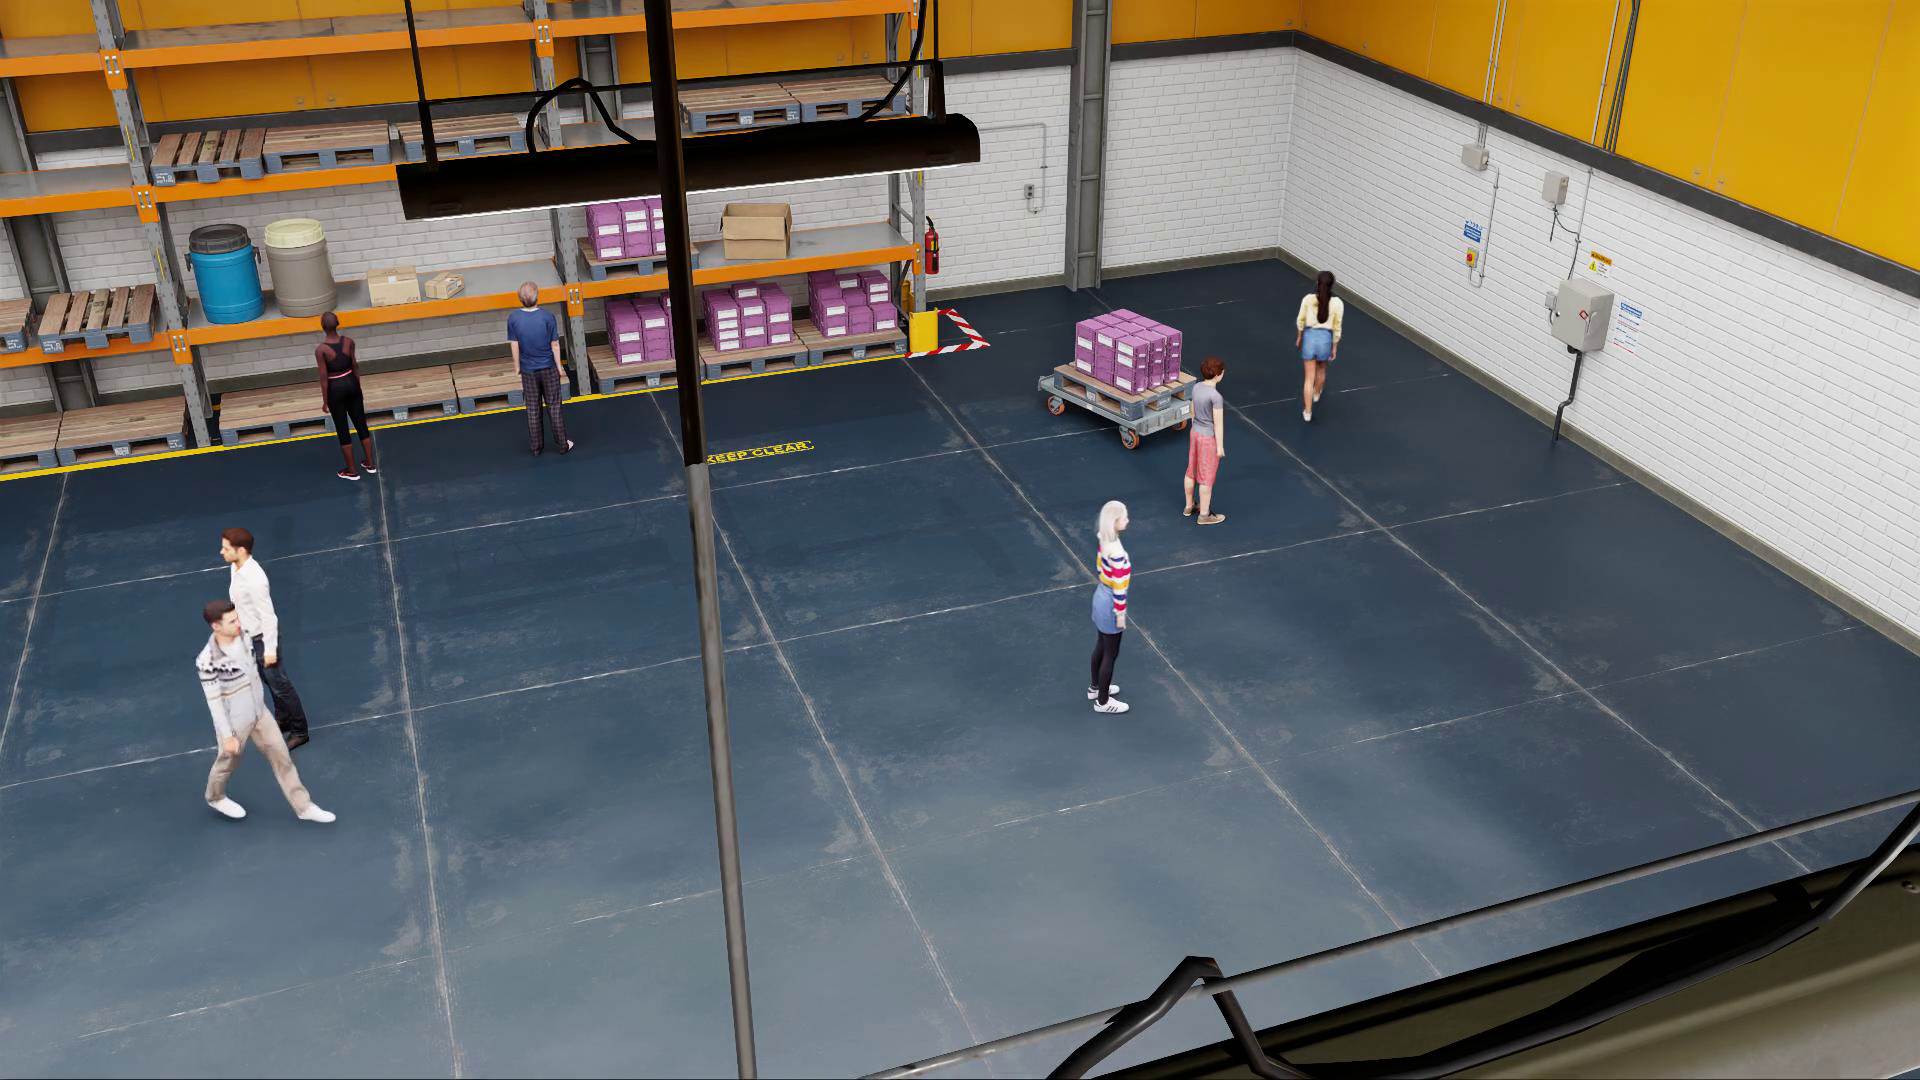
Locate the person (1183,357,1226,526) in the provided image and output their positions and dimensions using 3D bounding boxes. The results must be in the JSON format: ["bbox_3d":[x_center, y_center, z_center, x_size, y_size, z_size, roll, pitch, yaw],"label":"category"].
[{"bbox_3d":[2.322,-0.953,15.781,0.577,1.651,0.612,-16,32,-26],"label":"person"}]

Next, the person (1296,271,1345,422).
[{"bbox_3d":[3.823,-2.052,17.861,1.142,1.588,1.084,7,29,12],"label":"person"}]

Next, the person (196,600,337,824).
[{"bbox_3d":[-5.097,1.224,11.619,1.314,1.814,1.175,8,30,15],"label":"person"}]

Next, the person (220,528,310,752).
[{"bbox_3d":[-5.227,0.731,12.464,0.663,1.870,0.724,-22,35,-34],"label":"person"}]

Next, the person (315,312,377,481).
[{"bbox_3d":[-6.141,-1.450,16.582,0.726,1.757,0.619,23,36,35],"label":"person"}]

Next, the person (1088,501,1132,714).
[{"bbox_3d":[1.165,0.501,12.950,0.565,1.808,0.688,-5,29,-9],"label":"person"}]

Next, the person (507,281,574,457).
[{"bbox_3d":[-4.305,-1.754,17.018,0.572,1.872,0.770,-3,29,-5],"label":"person"}]
